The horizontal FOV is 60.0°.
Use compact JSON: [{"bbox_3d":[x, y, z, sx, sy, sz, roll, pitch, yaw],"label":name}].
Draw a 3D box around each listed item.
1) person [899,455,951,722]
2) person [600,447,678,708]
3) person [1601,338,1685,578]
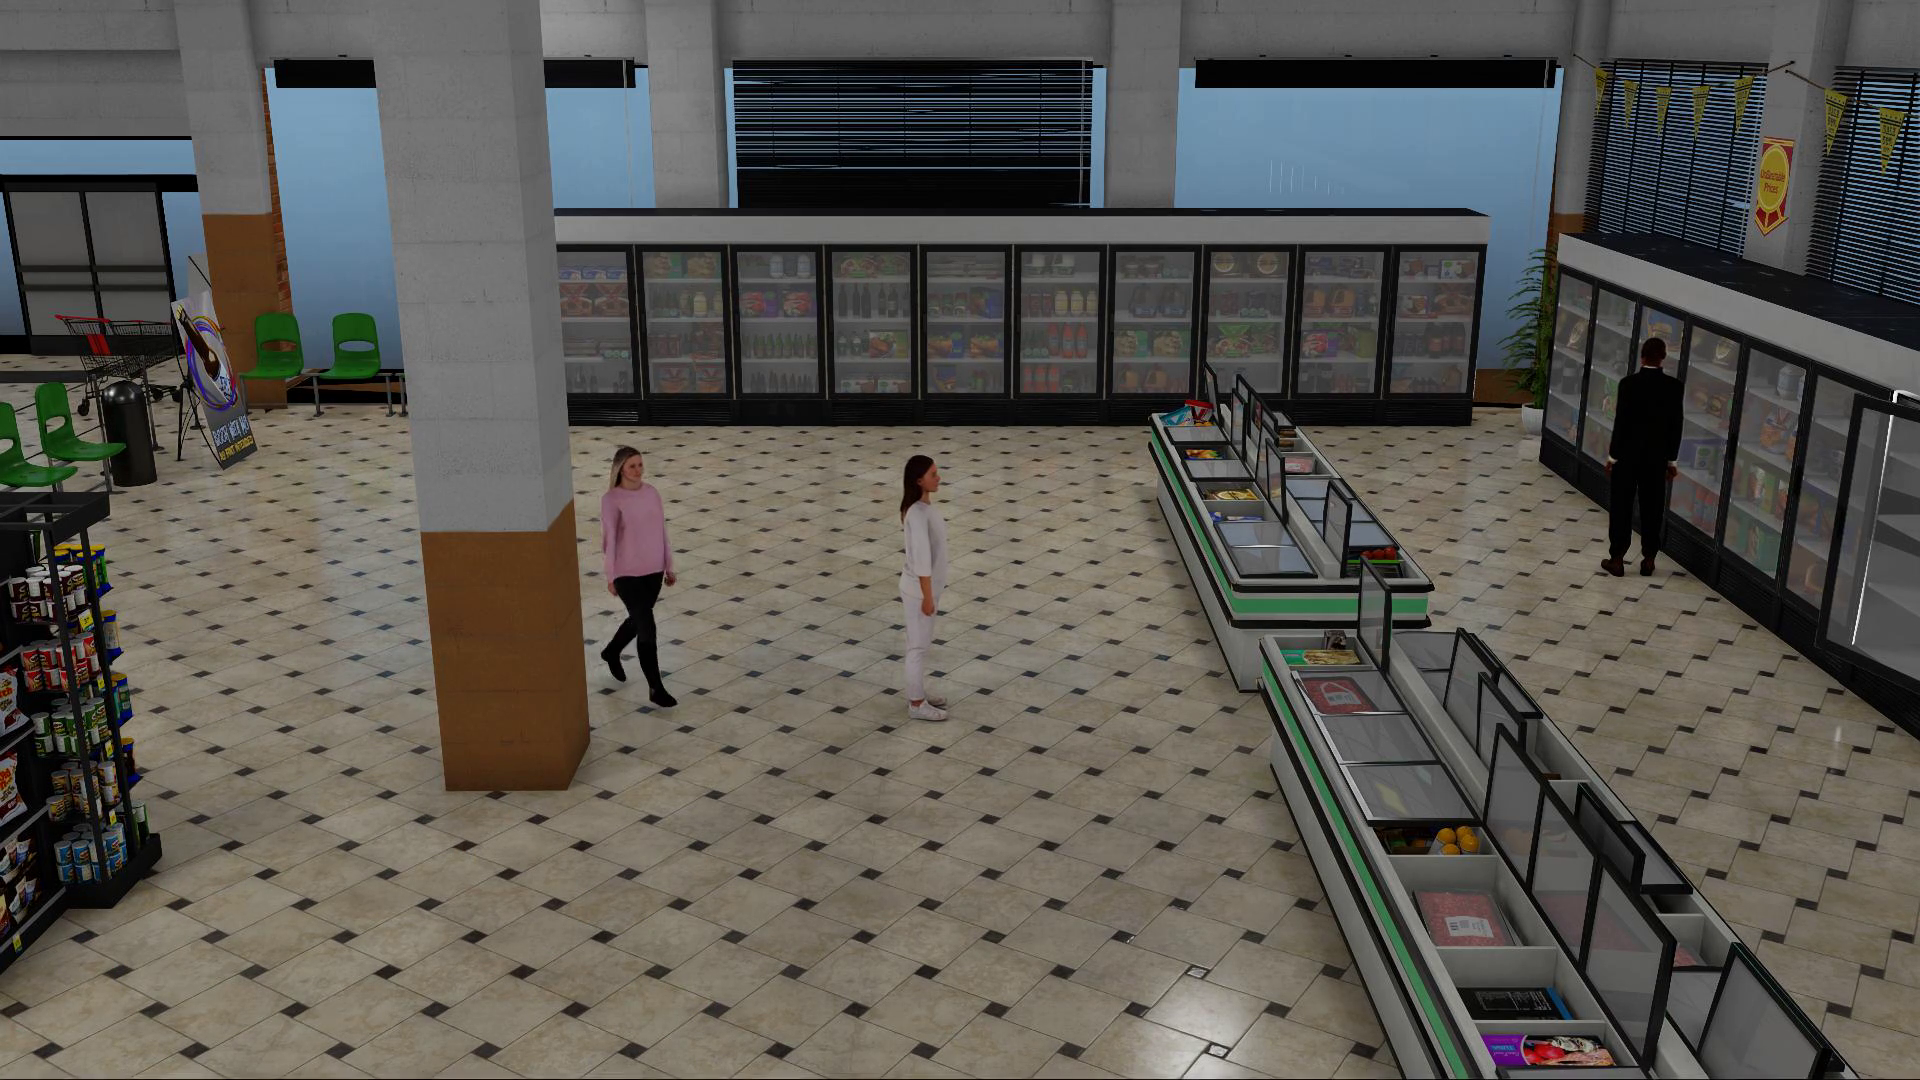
[{"bbox_3d":[-0.240,0.289,10.438,0.646,1.688,0.459,0,17,0],"label":"person"},{"bbox_3d":[-2.131,0.211,10.752,1.103,1.653,1.077,14,22,38],"label":"person"},{"bbox_3d":[5.402,-0.660,13.190,0.732,1.904,0.639,2,17,7],"label":"person"}]
